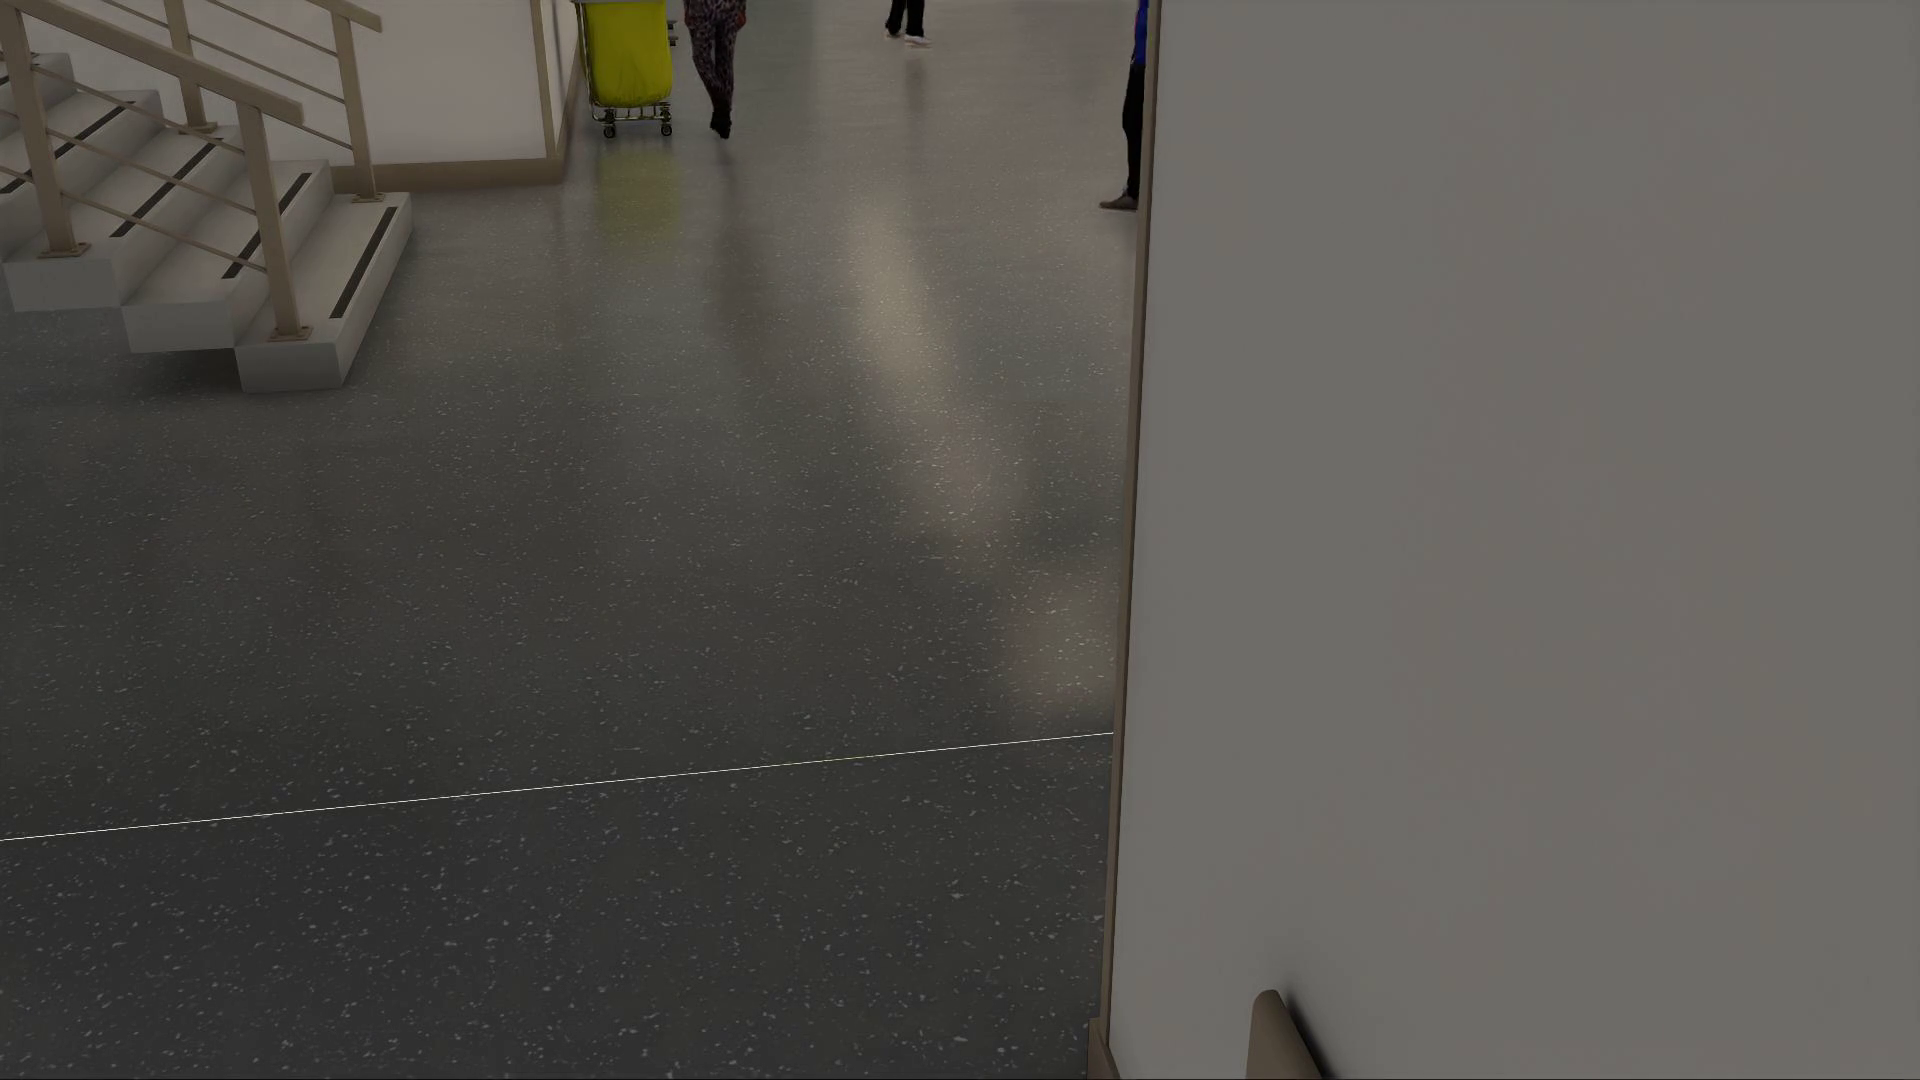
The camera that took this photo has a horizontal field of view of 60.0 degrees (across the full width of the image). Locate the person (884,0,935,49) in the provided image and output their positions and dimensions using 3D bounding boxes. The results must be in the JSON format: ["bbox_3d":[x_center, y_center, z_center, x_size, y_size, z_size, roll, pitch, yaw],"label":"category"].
[{"bbox_3d":[-0.428,-5.174,14.502,0.725,1.667,0.794,-4,26,-9],"label":"person"}]

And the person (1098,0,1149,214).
[{"bbox_3d":[1.173,-2.618,9.121,1.027,1.736,0.742,0,26,0],"label":"person"}]

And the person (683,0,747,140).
[{"bbox_3d":[-1.608,-3.490,10.967,0.688,1.704,0.683,-7,27,-15],"label":"person"}]
